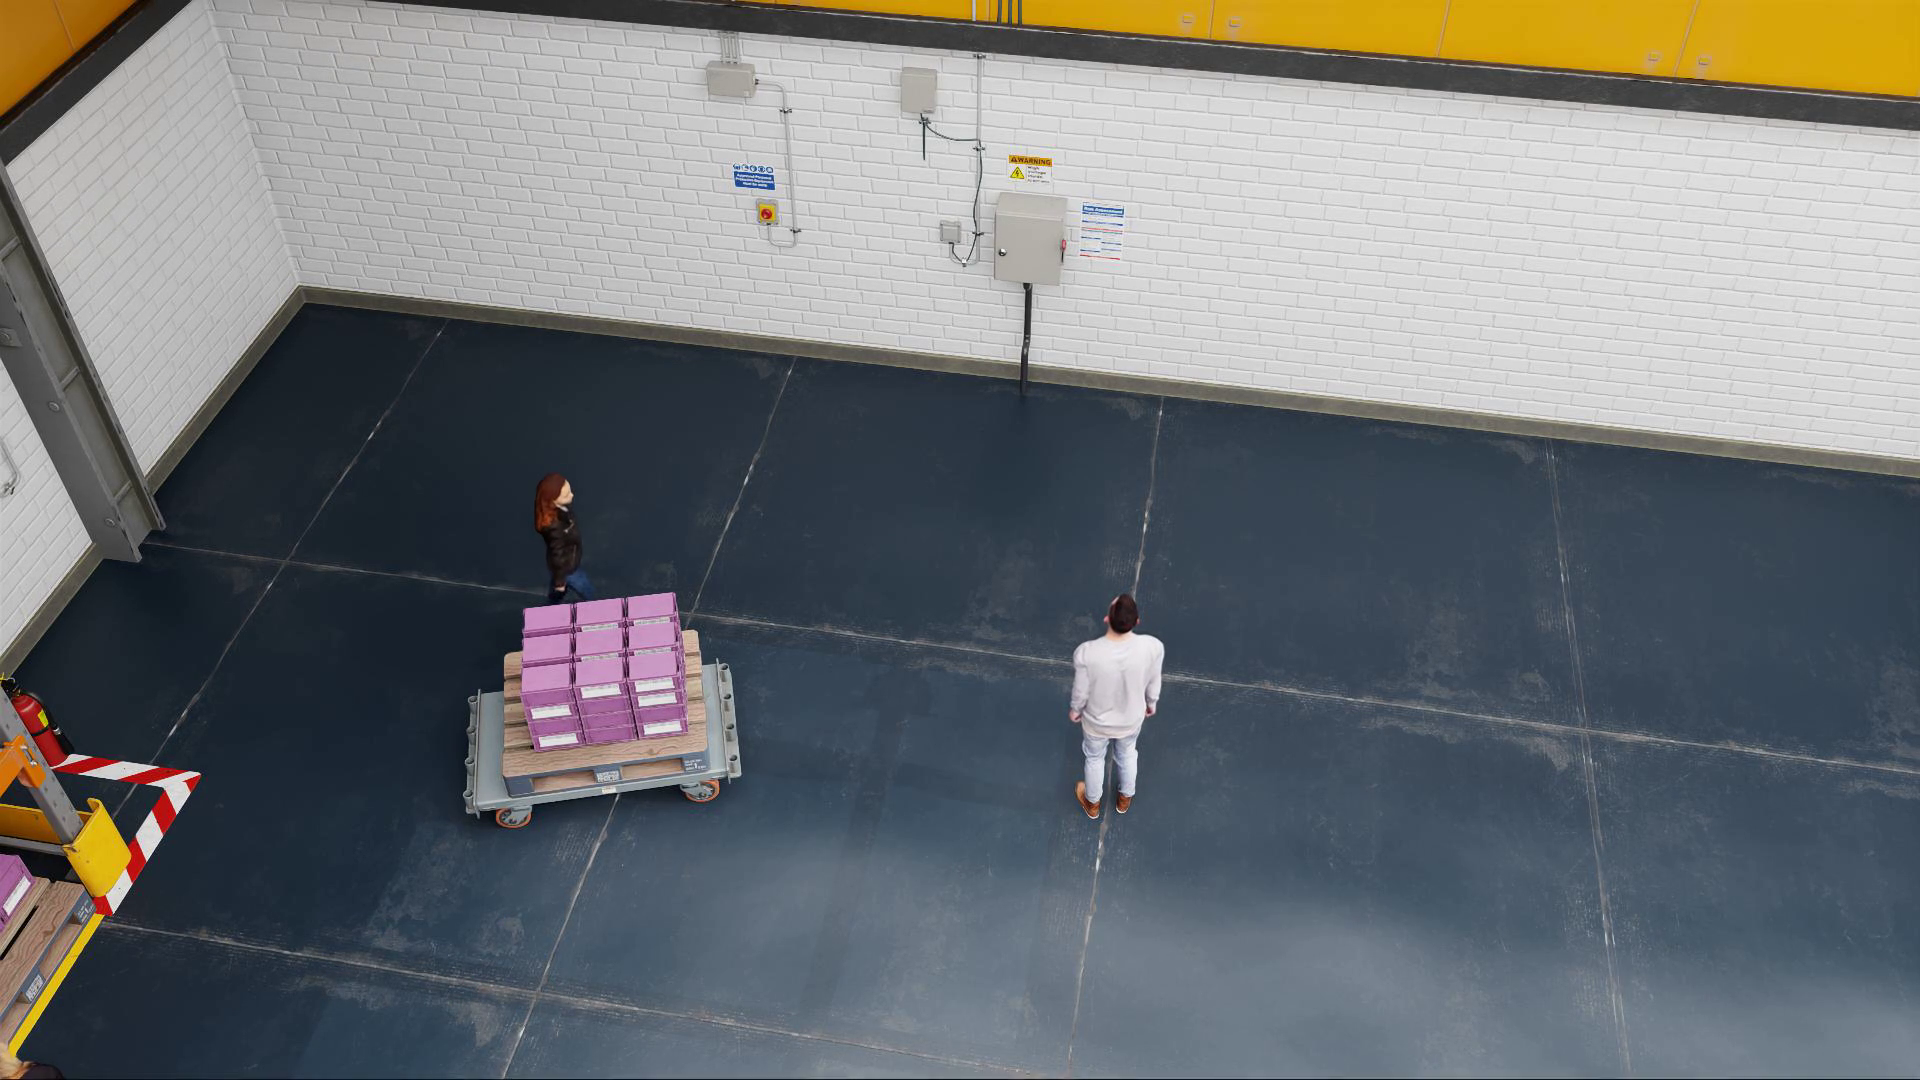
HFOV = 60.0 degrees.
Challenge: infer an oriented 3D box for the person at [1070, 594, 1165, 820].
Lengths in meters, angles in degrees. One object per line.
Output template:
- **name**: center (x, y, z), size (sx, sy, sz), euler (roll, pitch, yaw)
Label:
- **person**: center (0.896, 0.972, 9.666), size (0.745, 1.841, 0.679), euler (-5, 44, -5)

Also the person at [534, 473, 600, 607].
- **person**: center (-2.652, 0.144, 10.813), size (0.852, 1.456, 0.887), euler (-10, 45, -10)
